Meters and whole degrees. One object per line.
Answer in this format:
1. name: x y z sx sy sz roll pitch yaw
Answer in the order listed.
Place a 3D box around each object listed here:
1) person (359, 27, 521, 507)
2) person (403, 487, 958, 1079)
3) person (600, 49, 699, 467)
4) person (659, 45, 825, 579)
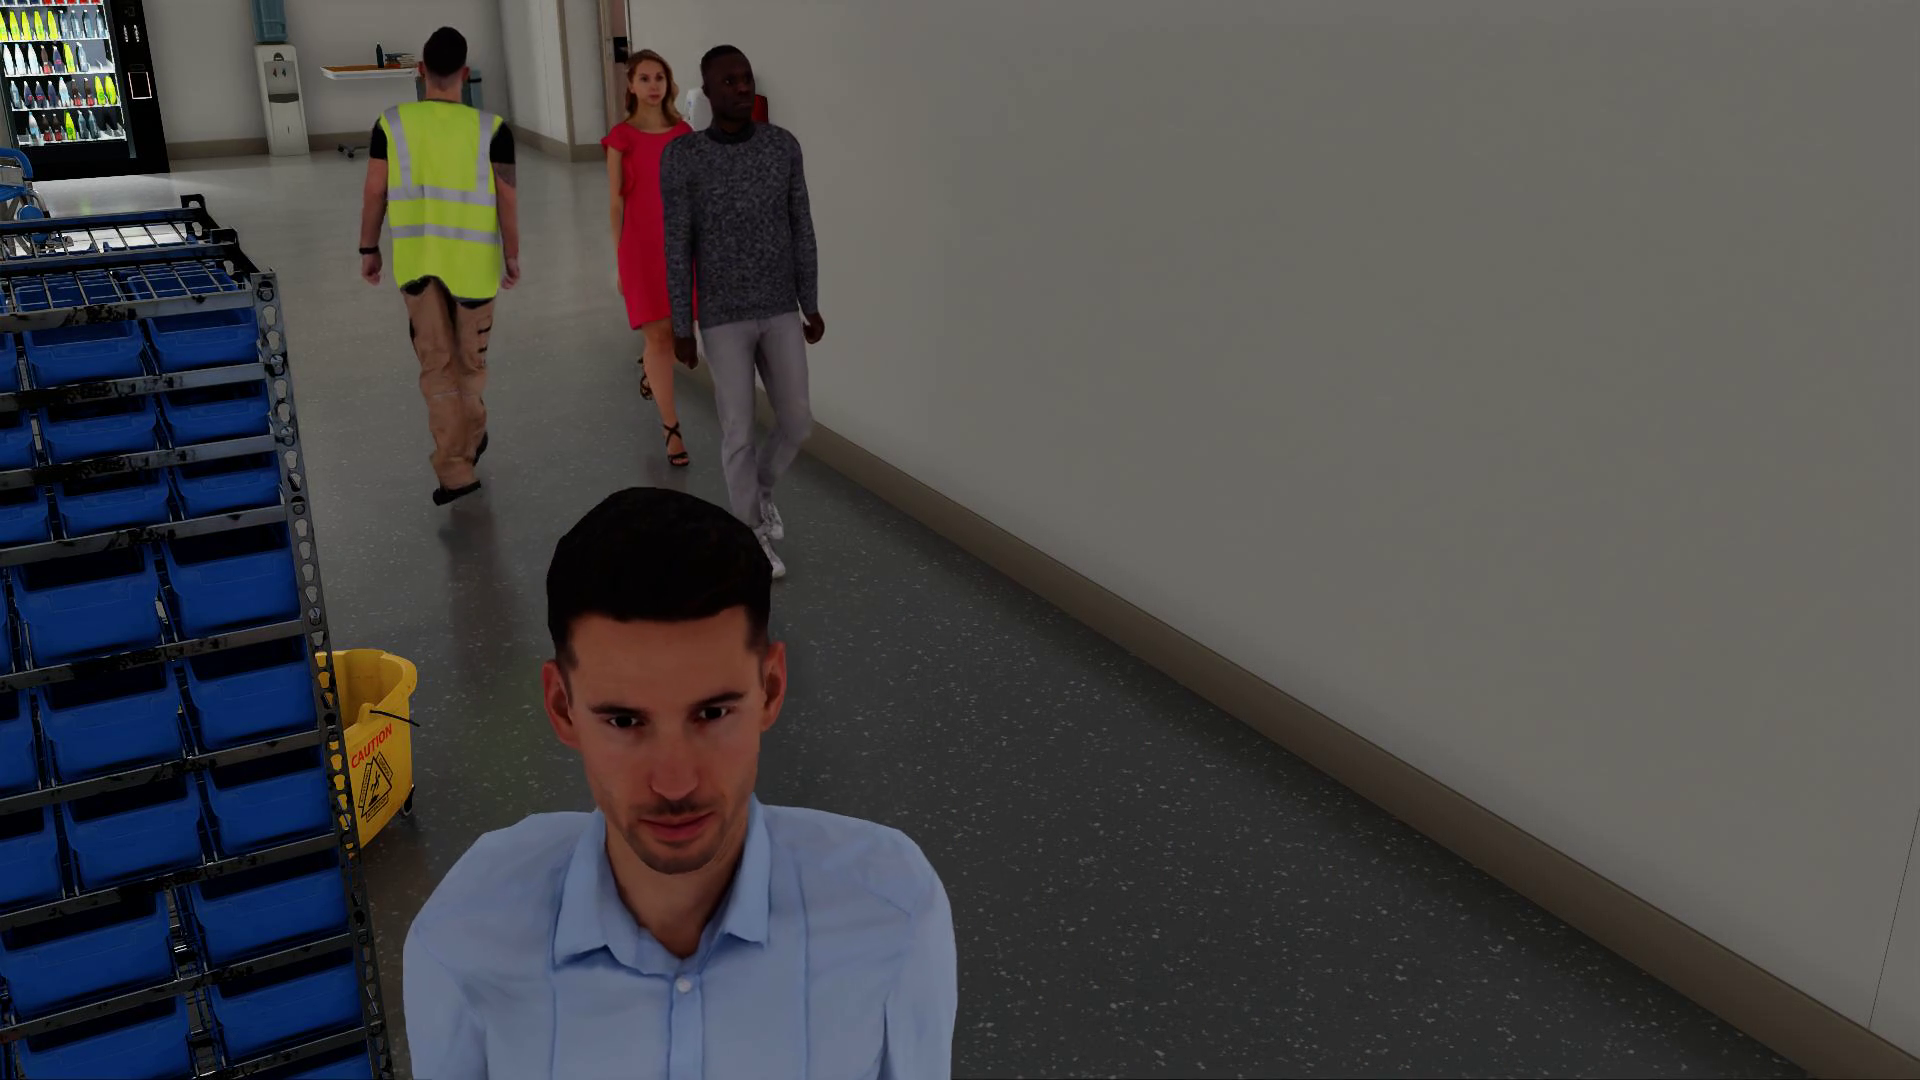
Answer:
1. person: -1.986 -1.017 6.476 1.218 1.797 1.029 -8 22 -19
2. person: -0.248 0.819 1.562 0.734 1.845 0.827 -3 21 -8
3. person: -1.301 -1.197 7.076 0.802 1.709 0.640 -10 23 -26
4. person: -0.767 -0.796 5.845 0.685 1.830 0.803 -10 23 -24
